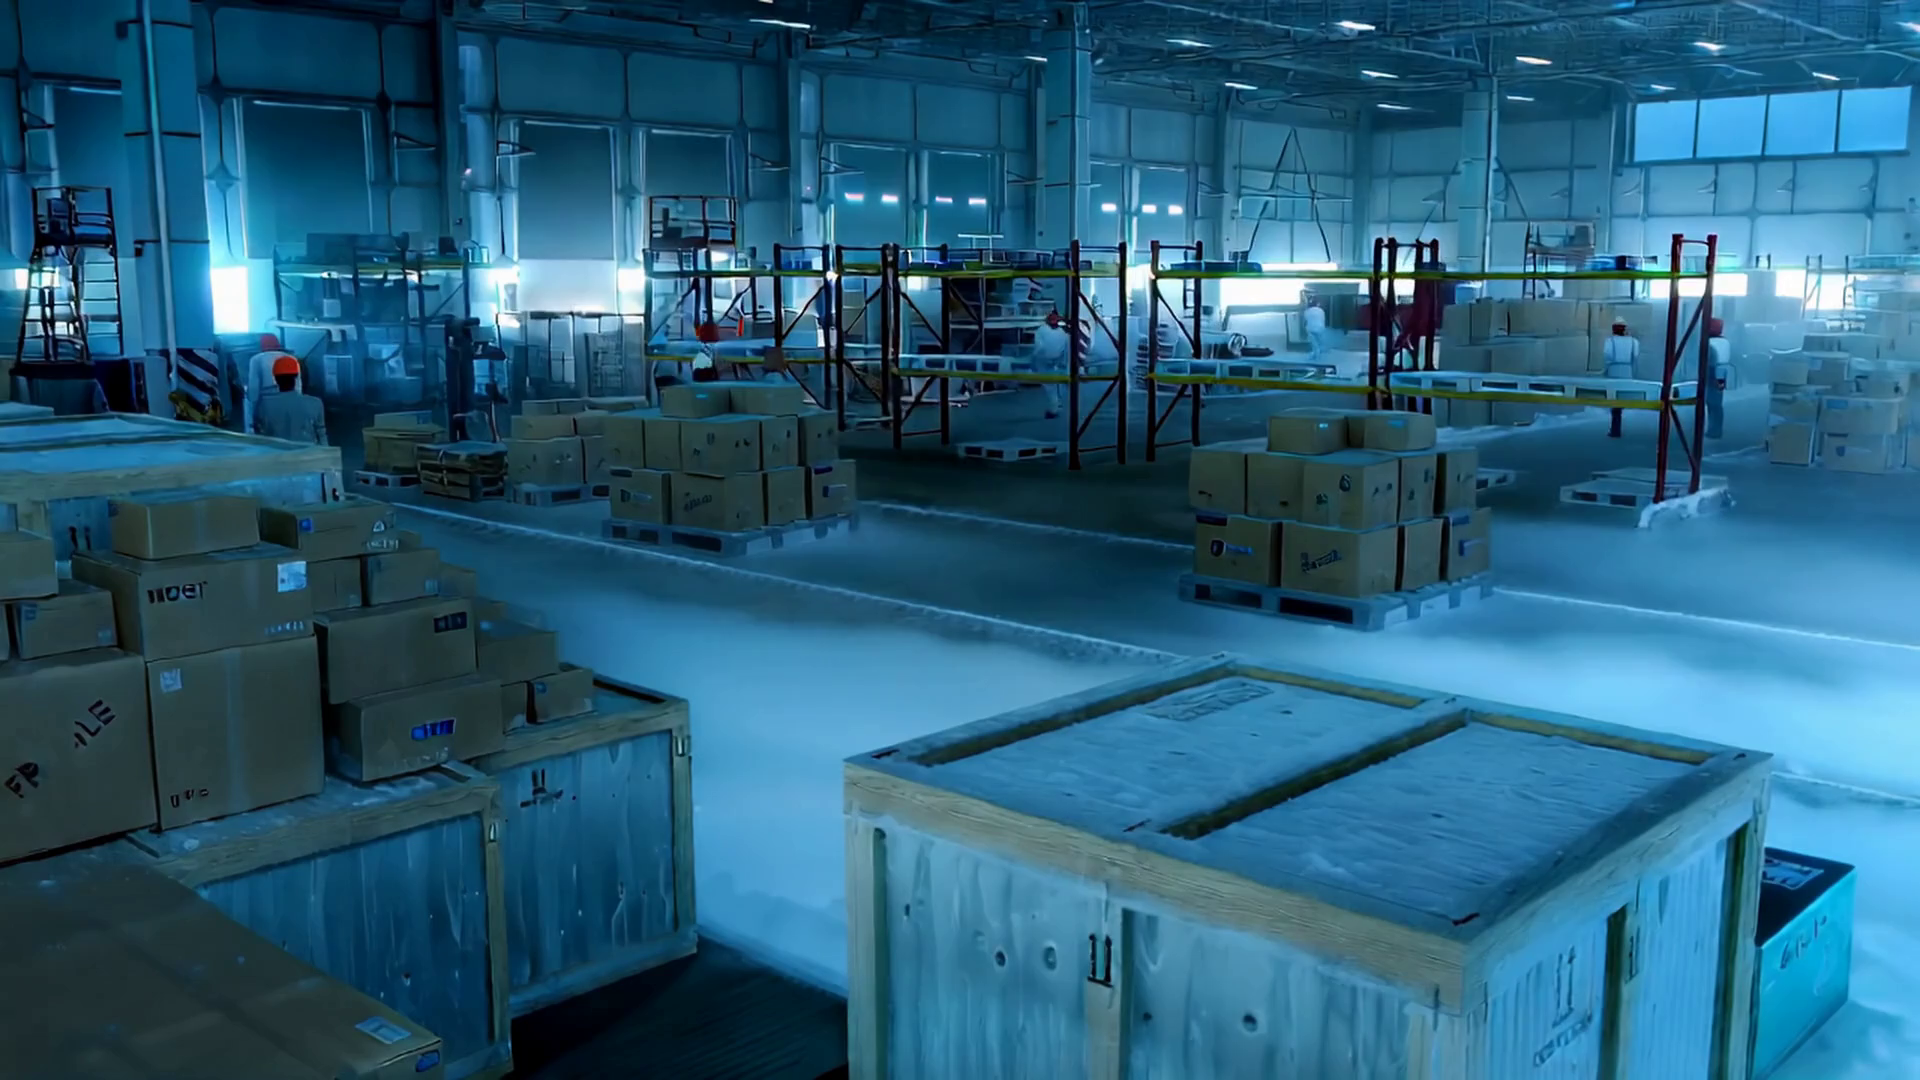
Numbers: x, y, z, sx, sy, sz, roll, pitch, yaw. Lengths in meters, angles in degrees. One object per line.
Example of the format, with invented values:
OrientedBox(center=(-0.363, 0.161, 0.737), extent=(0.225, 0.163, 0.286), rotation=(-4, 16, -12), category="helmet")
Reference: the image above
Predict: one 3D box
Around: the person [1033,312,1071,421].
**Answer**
OrientedBox(center=(1.671, -3.043, 29.202), extent=(0.655, 1.892, 0.975), rotation=(-4, 10, -23), category="person")

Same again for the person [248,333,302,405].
OrientedBox(center=(-8.776, -1.734, 21.357), extent=(0.627, 1.844, 0.429), rotation=(-4, 10, -24), category="person")

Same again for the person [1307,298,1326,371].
OrientedBox(center=(9.271, -5.371, 43.481), extent=(0.622, 1.893, 0.651), rotation=(-8, 12, -39), category="person")

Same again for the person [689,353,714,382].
OrientedBox(center=(-2.765, -1.135, 17.925), extent=(0.553, 1.752, 0.360), rotation=(9, 13, 44), category="person")

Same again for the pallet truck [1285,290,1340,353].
OrientedBox(center=(11.297, -6.951, 52.861), extent=(1.885, 1.965, 0.823), rotation=(-5, 11, -29), category="pallet truck")

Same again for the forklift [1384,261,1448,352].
OrientedBox(center=(11.151, -5.207, 39.473), extent=(1.873, 2.768, 1.129), rotation=(8, 12, 42), category="forklift")

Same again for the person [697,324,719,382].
OrientedBox(center=(-3.784, -2.385, 25.394), extent=(0.754, 1.826, 0.516), rotation=(2, 10, 13), category="person")

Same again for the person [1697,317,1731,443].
OrientedBox(center=(11.559, -2.442, 25.459), extent=(0.587, 1.920, 0.395), rotation=(-8, 12, -42), category="person")

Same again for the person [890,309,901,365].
OrientedBox(center=(-1.686, -5.239, 43.489), extent=(0.315, 1.634, 0.516), rotation=(3, 10, 19), category="person")

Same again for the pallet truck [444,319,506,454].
OrientedBox(center=(-6.981, -1.942, 22.150), extent=(1.885, 1.965, 0.823), rotation=(1, 9, 9), category="pallet truck")

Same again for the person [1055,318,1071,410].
OrientedBox(center=(1.965, -3.327, 31.443), extent=(0.485, 1.737, 0.321), rotation=(2, 9, 10), category="person")

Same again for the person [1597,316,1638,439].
OrientedBox(center=(10.300, -2.562, 26.204), extent=(0.565, 1.911, 0.773), rotation=(-1, 9, -4), category="person")

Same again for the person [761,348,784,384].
OrientedBox(center=(-2.281, -1.503, 20.377), extent=(0.315, 1.696, 0.541), rotation=(1, 9, 5), category="person")

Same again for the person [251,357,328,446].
OrientedBox(center=(-5.698, -0.603, 14.201), extent=(0.599, 1.913, 0.398), rotation=(-2, 10, -15), category="person")

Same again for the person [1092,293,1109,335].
OrientedBox(center=(4.324, -6.634, 51.140), extent=(0.544, 1.929, 0.388), rotation=(-1, 9, -7), category="person")
